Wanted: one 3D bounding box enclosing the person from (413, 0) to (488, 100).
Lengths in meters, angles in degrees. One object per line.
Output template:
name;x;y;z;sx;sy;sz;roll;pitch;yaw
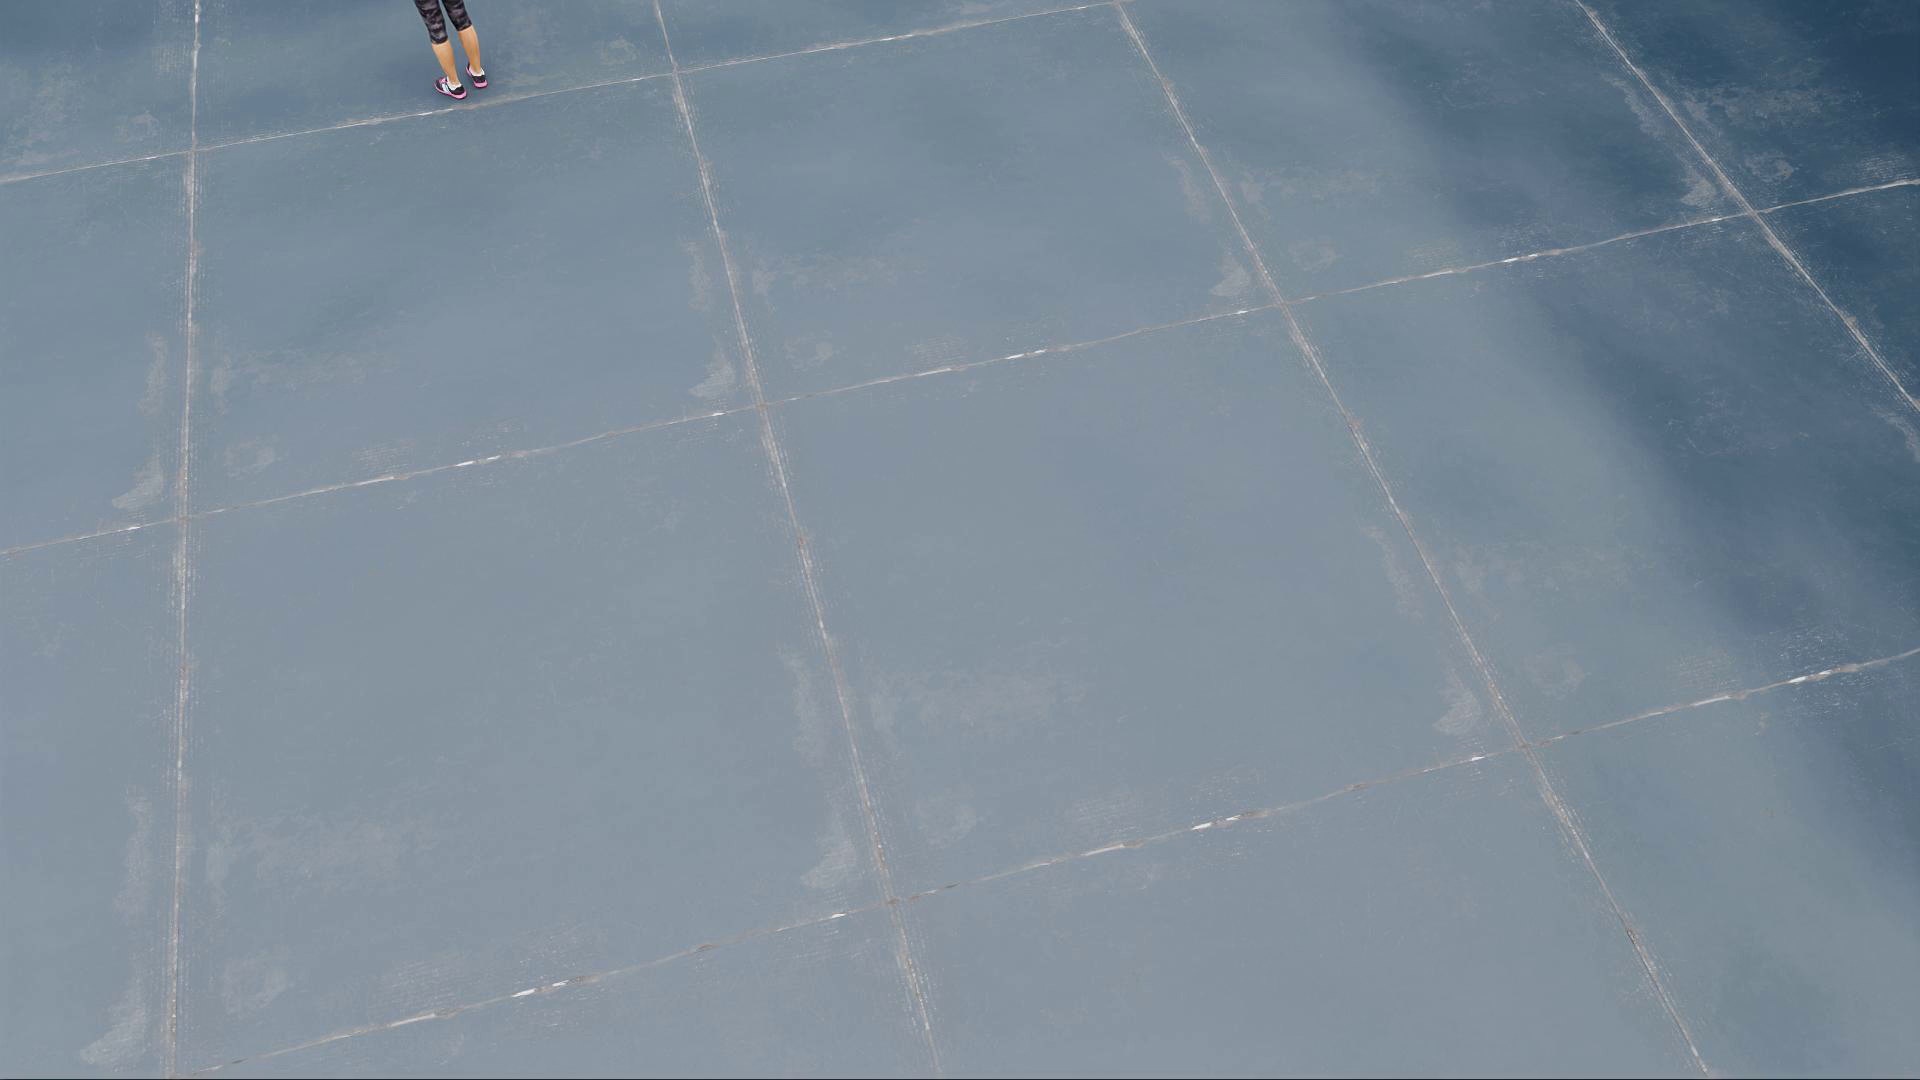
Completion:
person;-3.177;-3.439;9.968;0.659;1.729;0.672;-34;60;-24
